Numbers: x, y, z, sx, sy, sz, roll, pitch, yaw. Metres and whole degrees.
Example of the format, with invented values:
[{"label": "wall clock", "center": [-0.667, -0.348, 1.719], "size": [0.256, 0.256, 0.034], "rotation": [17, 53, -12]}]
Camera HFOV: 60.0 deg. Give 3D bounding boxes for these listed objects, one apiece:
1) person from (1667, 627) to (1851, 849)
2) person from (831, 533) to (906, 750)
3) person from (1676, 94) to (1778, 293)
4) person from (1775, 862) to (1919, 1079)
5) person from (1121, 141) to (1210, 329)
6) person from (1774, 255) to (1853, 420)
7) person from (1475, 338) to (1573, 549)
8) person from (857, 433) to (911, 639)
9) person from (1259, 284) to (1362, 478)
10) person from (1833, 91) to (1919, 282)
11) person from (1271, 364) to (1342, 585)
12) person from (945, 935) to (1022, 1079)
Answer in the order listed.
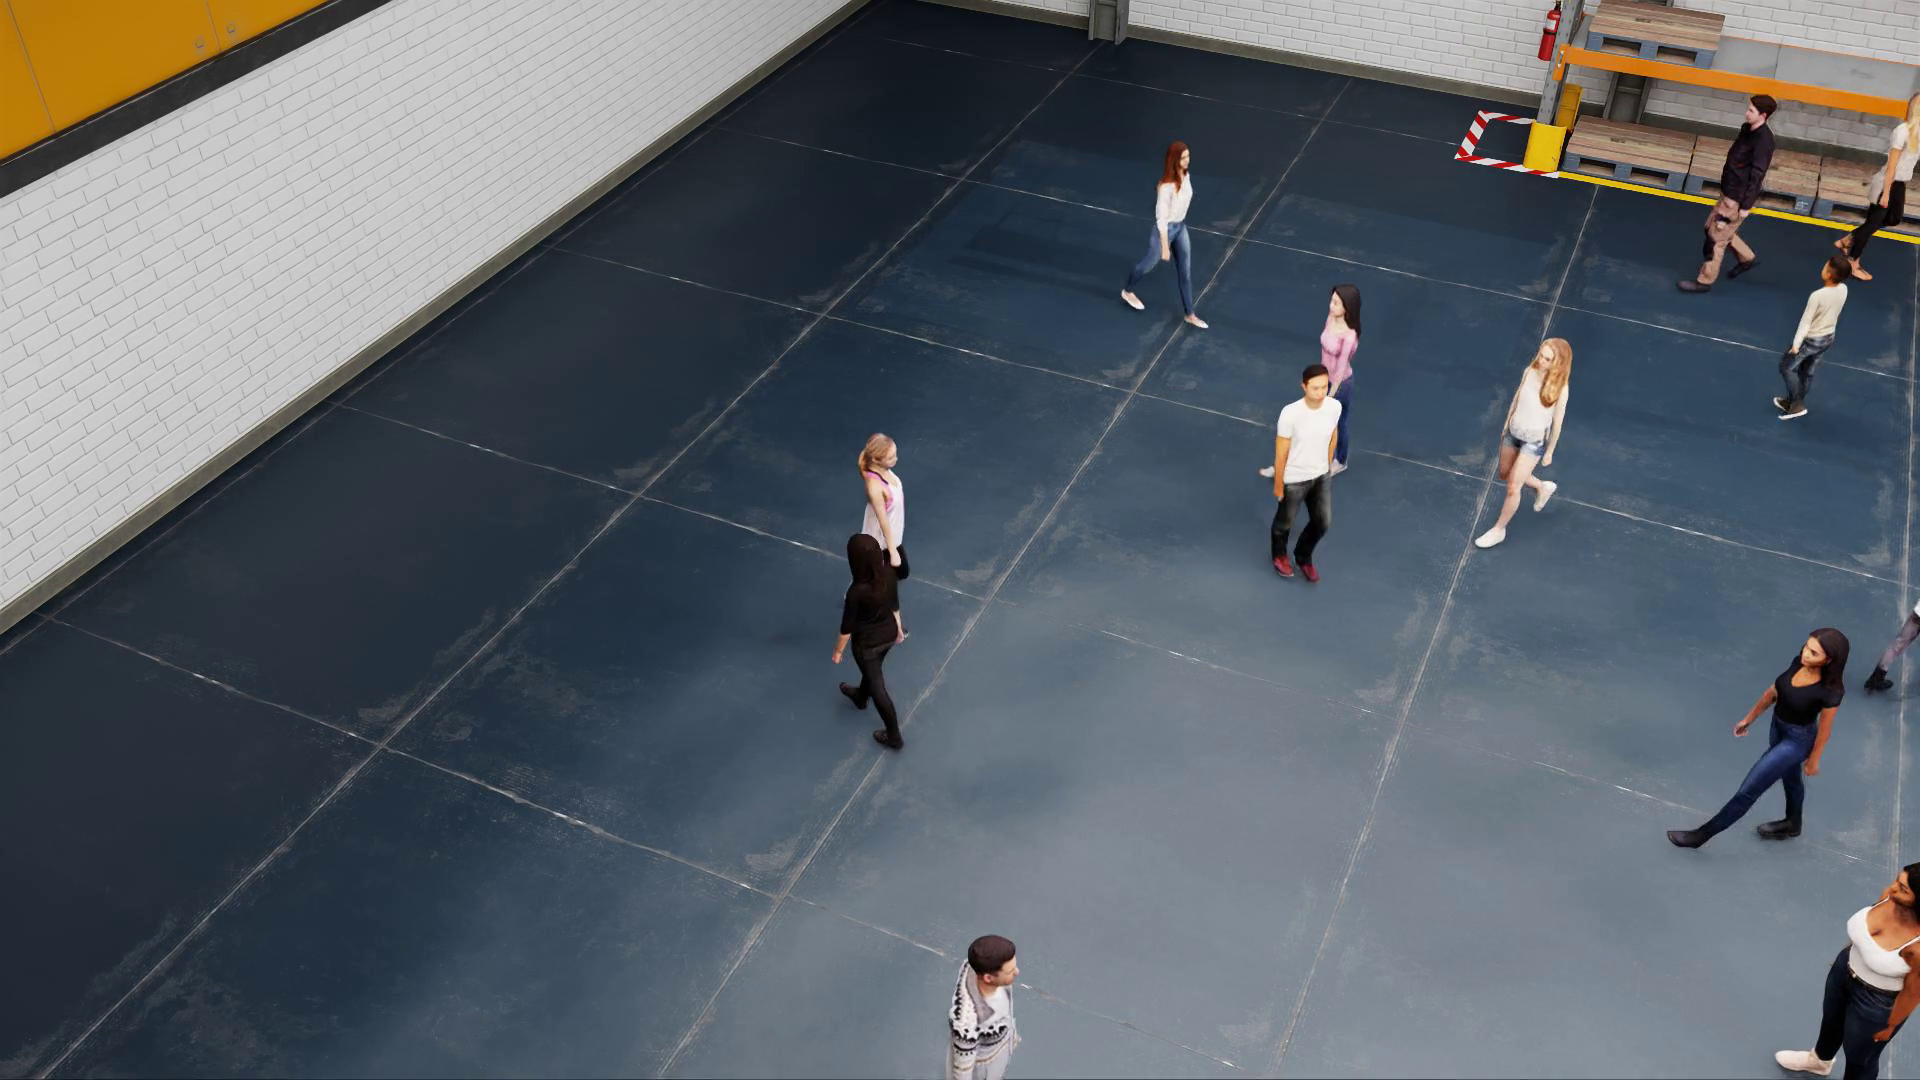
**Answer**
[{"label": "person", "center": [4.929, 1.176, 9.727], "size": [1.196, 1.691, 0.928], "rotation": [-2, 39, -2]}, {"label": "person", "center": [-0.494, 0.667, 10.421], "size": [0.986, 1.621, 0.774], "rotation": [30, 48, 32]}, {"label": "person", "center": [7.032, -3.070, 14.872], "size": [1.059, 1.906, 0.899], "rotation": [2, 39, 3]}, {"label": "person", "center": [4.569, 2.239, 8.302], "size": [0.741, 1.808, 0.737], "rotation": [0, 39, 0]}, {"label": "person", "center": [1.750, -2.698, 14.588], "size": [1.208, 1.680, 0.836], "rotation": [31, 48, 32]}, {"label": "person", "center": [6.912, -1.576, 13.366], "size": [0.719, 1.452, 0.779], "rotation": [-14, 41, -17]}, {"label": "person", "center": [4.182, -0.738, 12.082], "size": [0.990, 1.743, 0.987], "rotation": [-19, 42, -22]}, {"label": "person", "center": [-0.615, 0.006, 11.131], "size": [0.775, 1.768, 0.720], "rotation": [1, 39, 1]}, {"label": "person", "center": [2.914, -1.182, 12.656], "size": [1.044, 1.721, 0.963], "rotation": [-12, 40, -14]}, {"label": "person", "center": [8.371, -3.254, 15.173], "size": [0.778, 1.819, 0.718], "rotation": [28, 46, 30]}, {"label": "person", "center": [2.388, -0.515, 11.770], "size": [0.812, 1.785, 0.875], "rotation": [-12, 40, -15]}, {"label": "person", "center": [0.011, 2.492, 7.956], "size": [0.773, 1.845, 0.792], "rotation": [7, 39, 9]}]
